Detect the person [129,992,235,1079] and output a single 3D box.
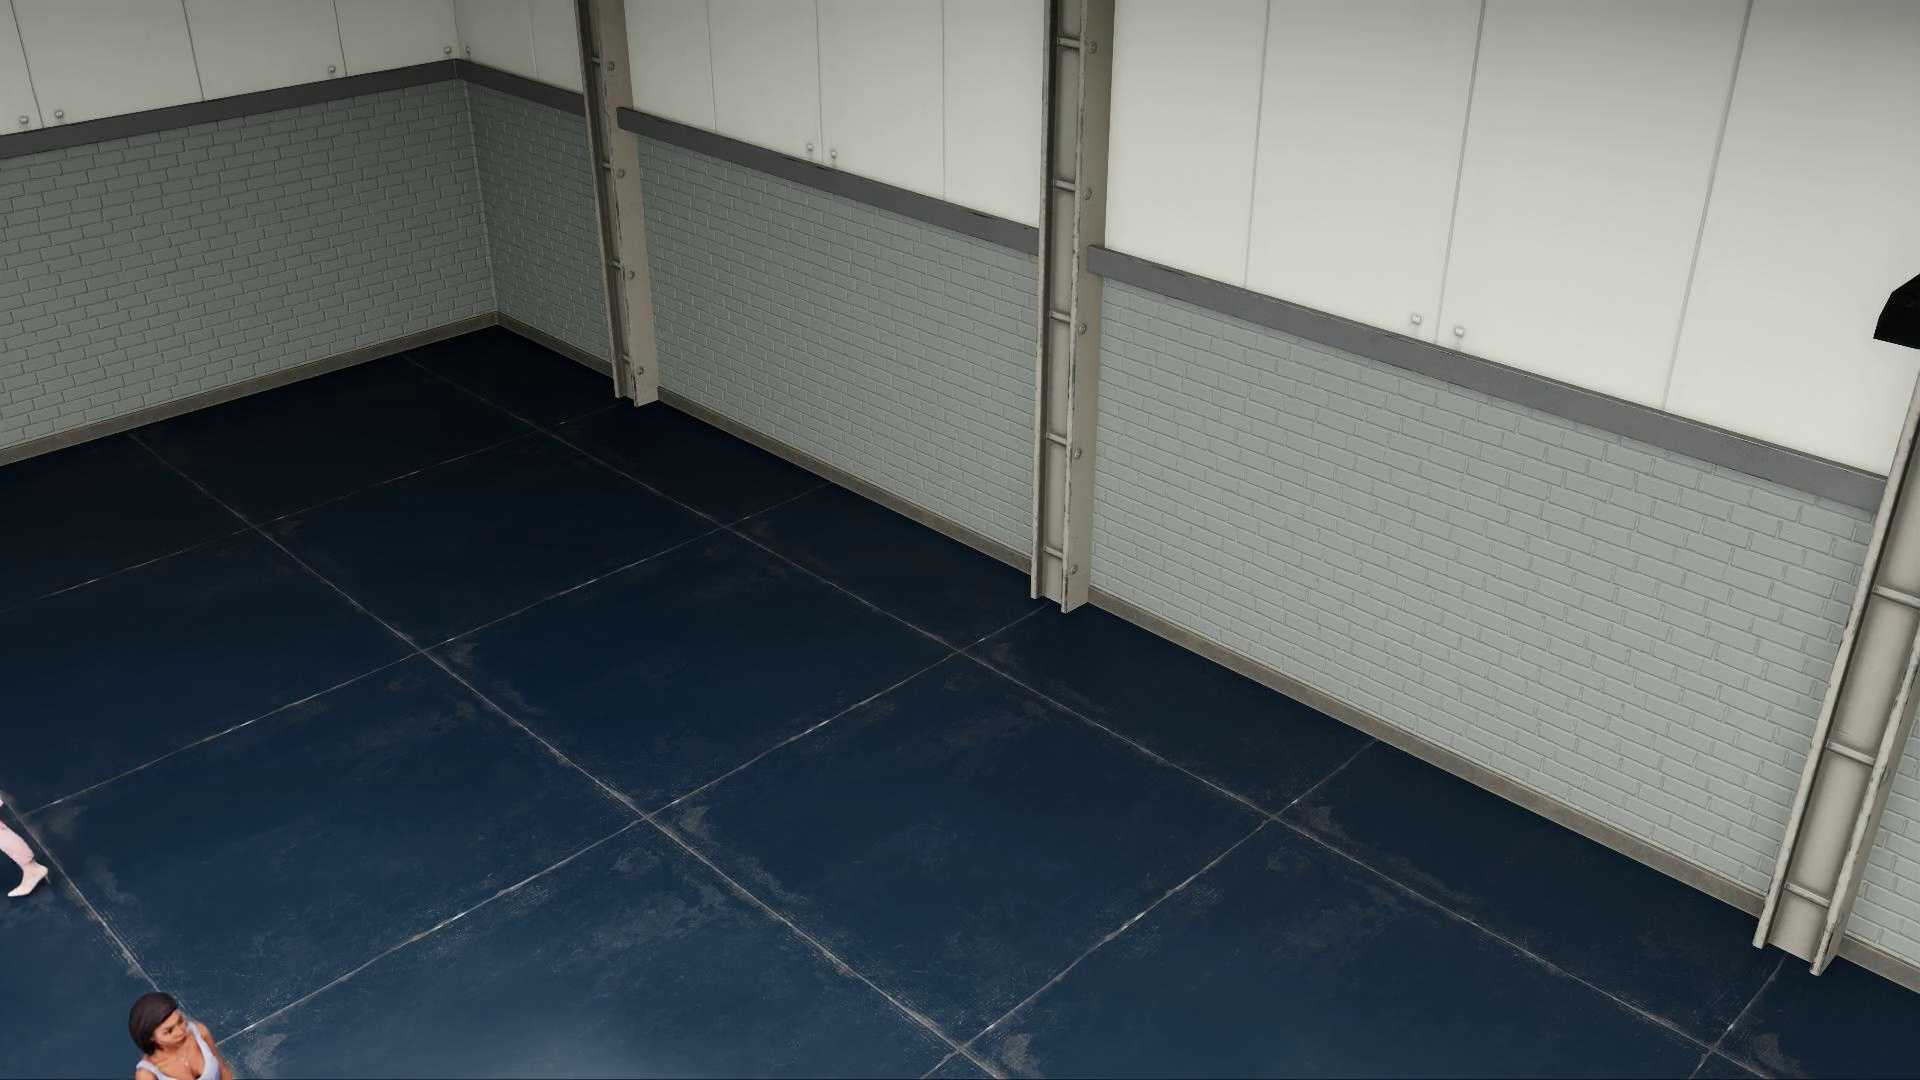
[{"bbox_3d":[-3.629,2.754,7.801,1.100,1.675,0.849,10,30,18],"label":"person"}]
